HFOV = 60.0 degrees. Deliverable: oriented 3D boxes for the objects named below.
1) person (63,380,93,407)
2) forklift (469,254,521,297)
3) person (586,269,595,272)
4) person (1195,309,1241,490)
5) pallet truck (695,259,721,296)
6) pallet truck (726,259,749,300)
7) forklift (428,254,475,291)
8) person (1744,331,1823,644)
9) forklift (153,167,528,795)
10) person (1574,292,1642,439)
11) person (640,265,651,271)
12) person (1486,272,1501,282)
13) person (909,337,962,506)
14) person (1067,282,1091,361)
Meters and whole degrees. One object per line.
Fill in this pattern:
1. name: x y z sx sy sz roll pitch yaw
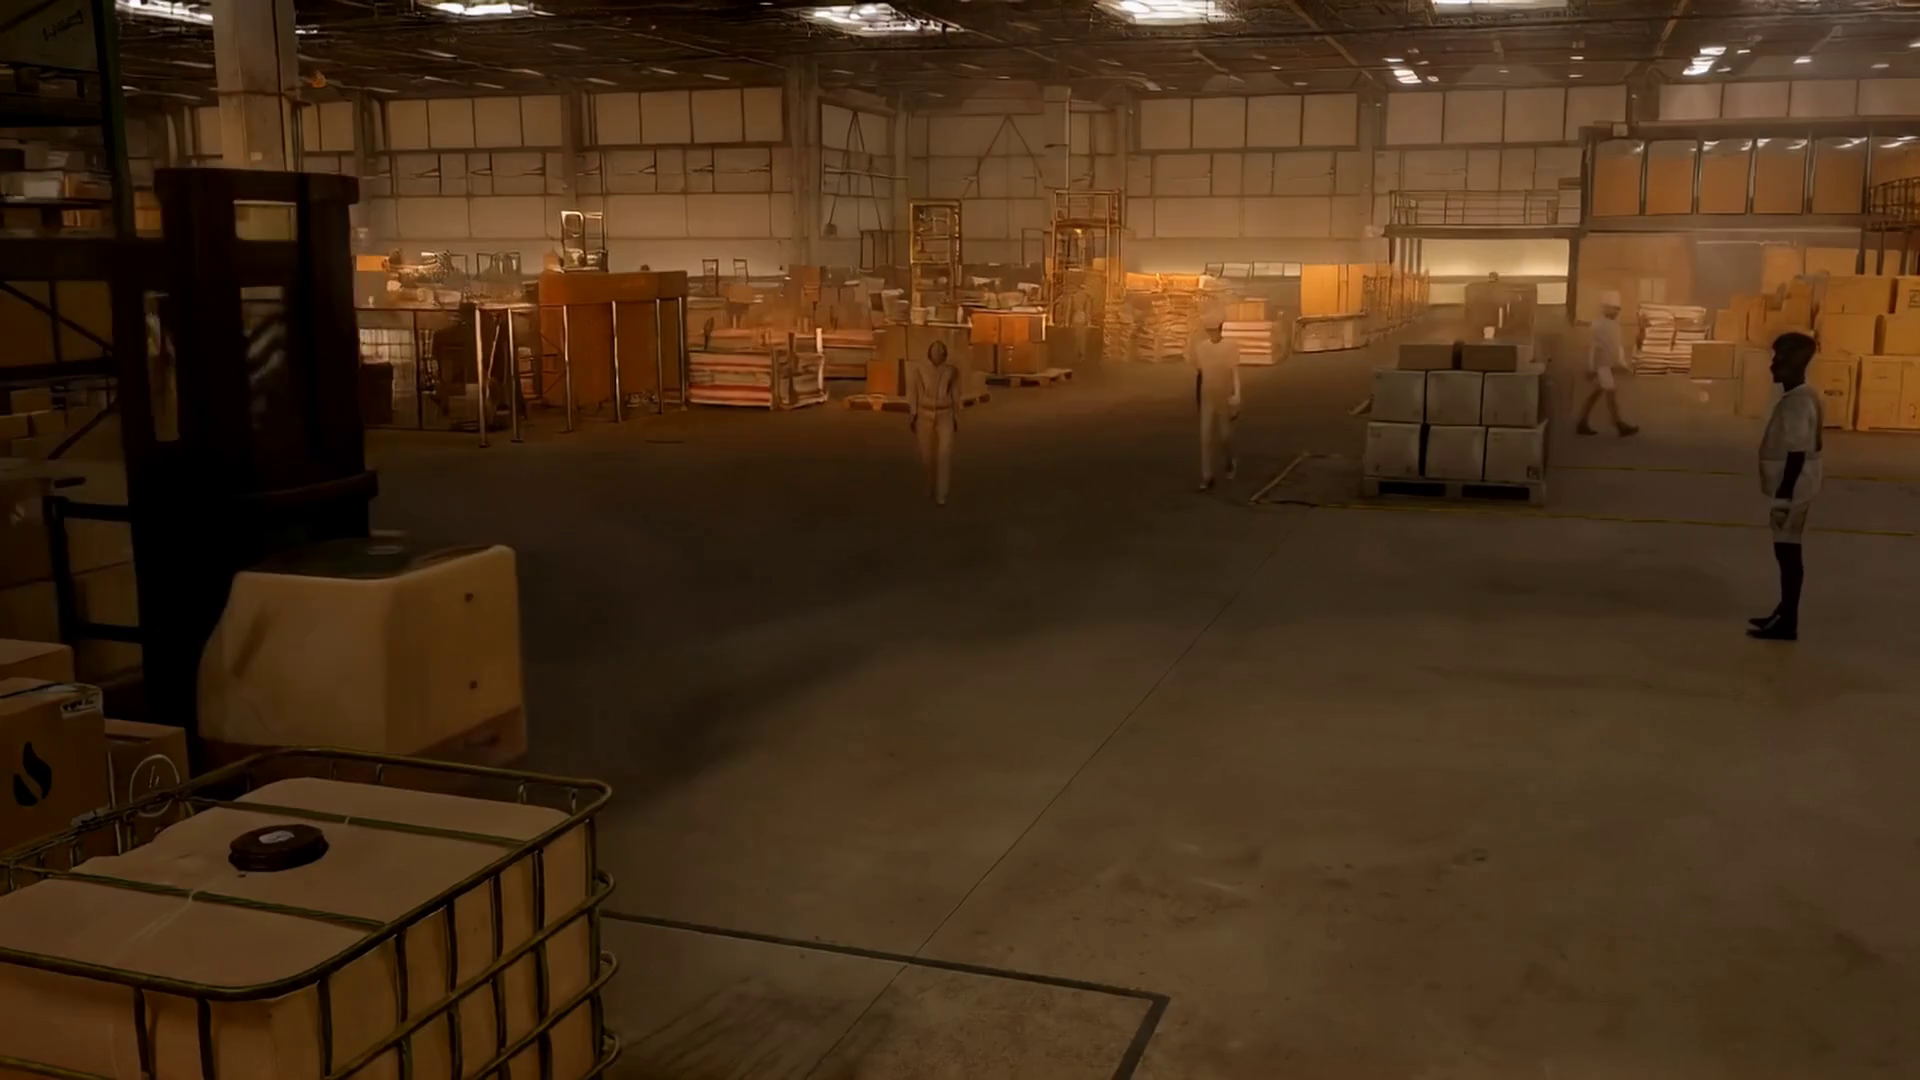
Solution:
1. person: -11.326 -2.137 21.245 0.327 1.769 0.525 -1 10 -4
2. forklift: -17.990 -10.121 64.684 1.157 1.987 2.680 3 11 17
3. person: -9.295 -5.894 42.055 0.572 1.884 0.972 8 13 37
4. person: 2.682 -1.461 17.199 0.509 1.858 0.669 5 11 25
5. pallet truck: -9.165 -9.627 62.776 0.823 1.965 1.885 4 11 23
6. pallet truck: -7.986 -9.493 62.019 0.823 1.965 1.885 3 11 17
7. forklift: -20.133 -10.254 65.465 1.157 1.987 2.680 3 11 19
8. person: 5.211 -0.325 10.477 0.374 1.966 0.608 6 12 31
9. forklift: -3.116 -0.284 7.672 1.873 2.768 1.129 3 11 19
10. person: 8.473 -2.267 21.622 0.971 1.884 0.571 10 14 44
11. person: -8.219 -6.123 43.074 1.073 1.994 0.631 -9 13 -41
12. person: 11.017 -4.537 34.305 1.046 1.940 0.631 -3 11 -18
13. person: -0.240 -1.174 16.223 0.518 1.617 0.664 0 10 -2
14. person: 2.584 -4.771 36.251 0.516 1.685 0.831 0 10 1
